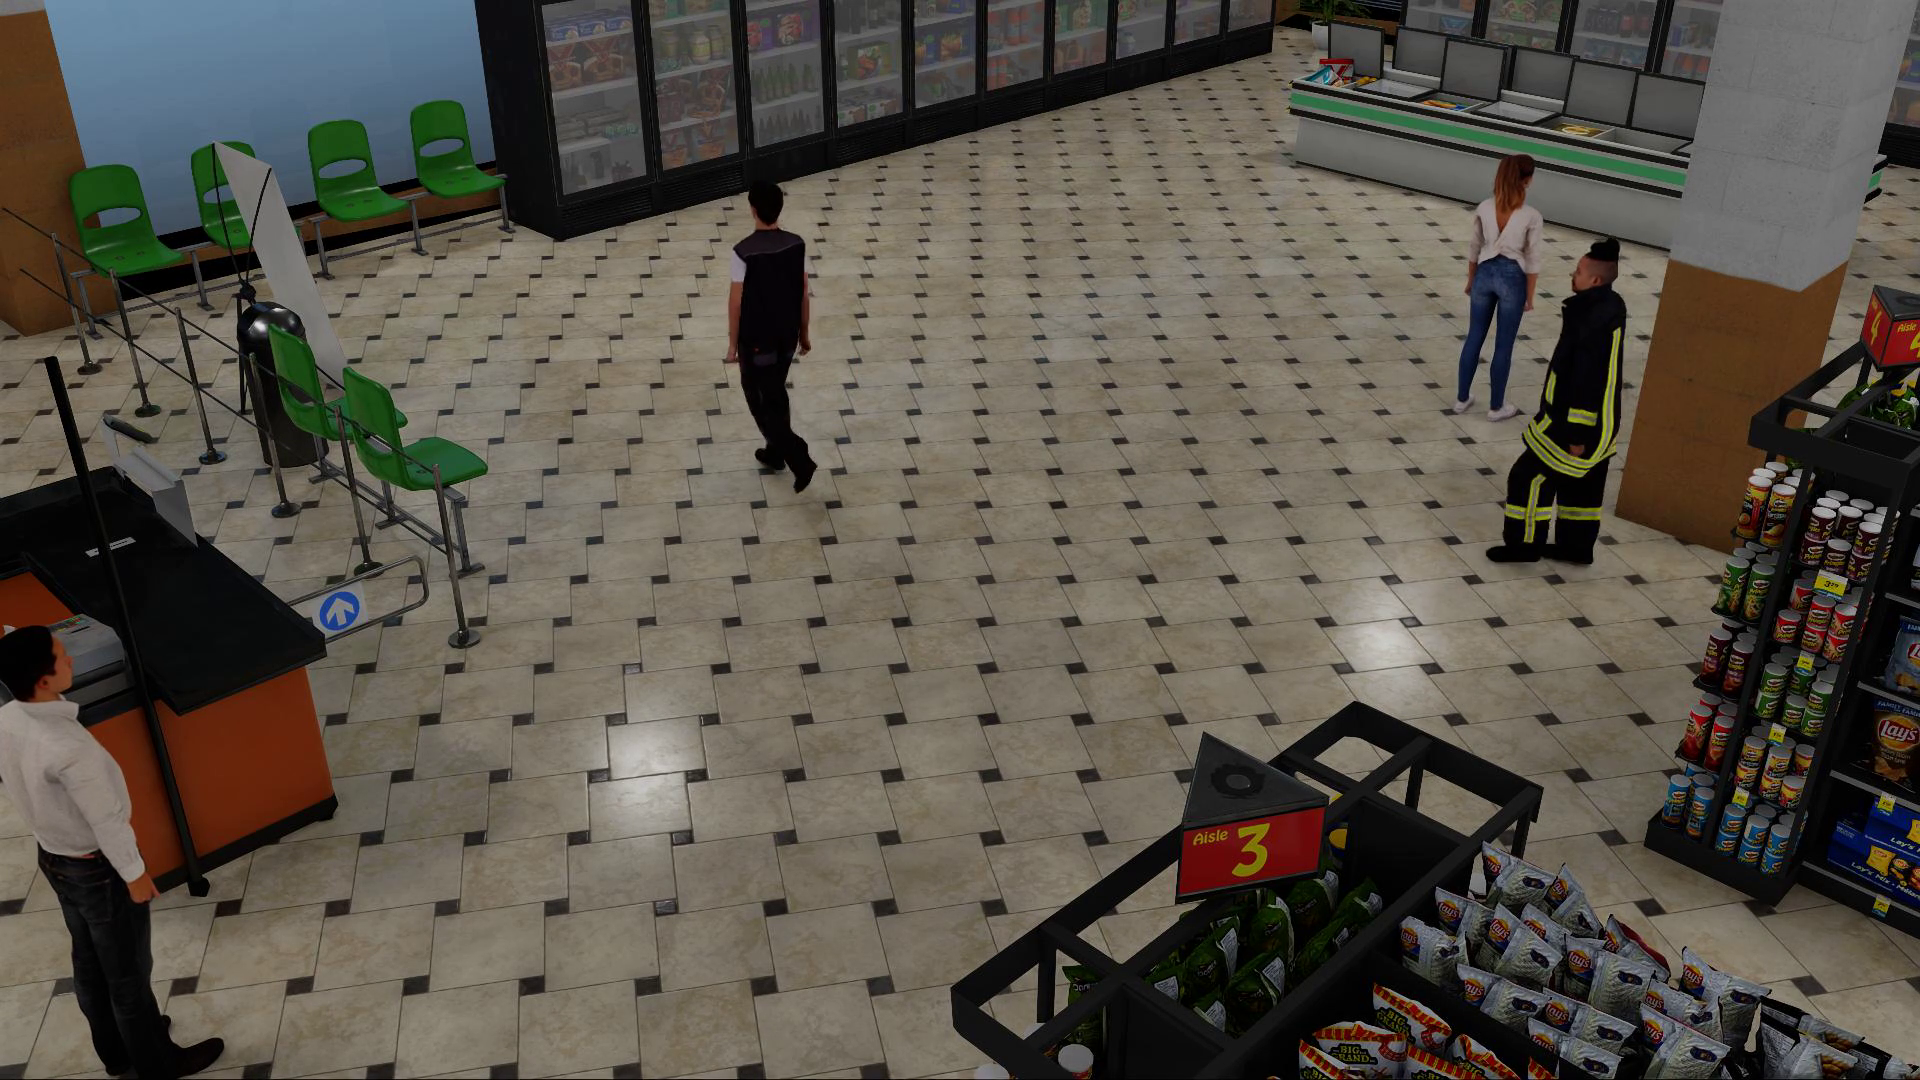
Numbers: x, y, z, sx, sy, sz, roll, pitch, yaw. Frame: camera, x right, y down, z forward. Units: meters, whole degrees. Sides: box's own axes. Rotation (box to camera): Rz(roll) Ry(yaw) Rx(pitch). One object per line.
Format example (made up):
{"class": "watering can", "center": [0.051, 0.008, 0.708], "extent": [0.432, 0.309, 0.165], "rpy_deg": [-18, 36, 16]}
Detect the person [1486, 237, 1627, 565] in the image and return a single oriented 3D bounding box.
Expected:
{"class": "person", "center": [3.339, -0.671, 8.740], "extent": [0.880, 1.850, 0.854], "rpy_deg": [15, 32, 26]}

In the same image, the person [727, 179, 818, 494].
{"class": "person", "center": [-1.059, -1.135, 9.611], "extent": [0.716, 1.830, 1.064], "rpy_deg": [-21, 35, -33]}

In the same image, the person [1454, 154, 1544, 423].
{"class": "person", "center": [3.428, -1.604, 10.585], "extent": [0.464, 1.719, 0.681], "rpy_deg": [23, 36, 35]}

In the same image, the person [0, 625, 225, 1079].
{"class": "person", "center": [-2.924, 1.084, 5.566], "extent": [0.558, 1.811, 0.758], "rpy_deg": [17, 33, 29]}
